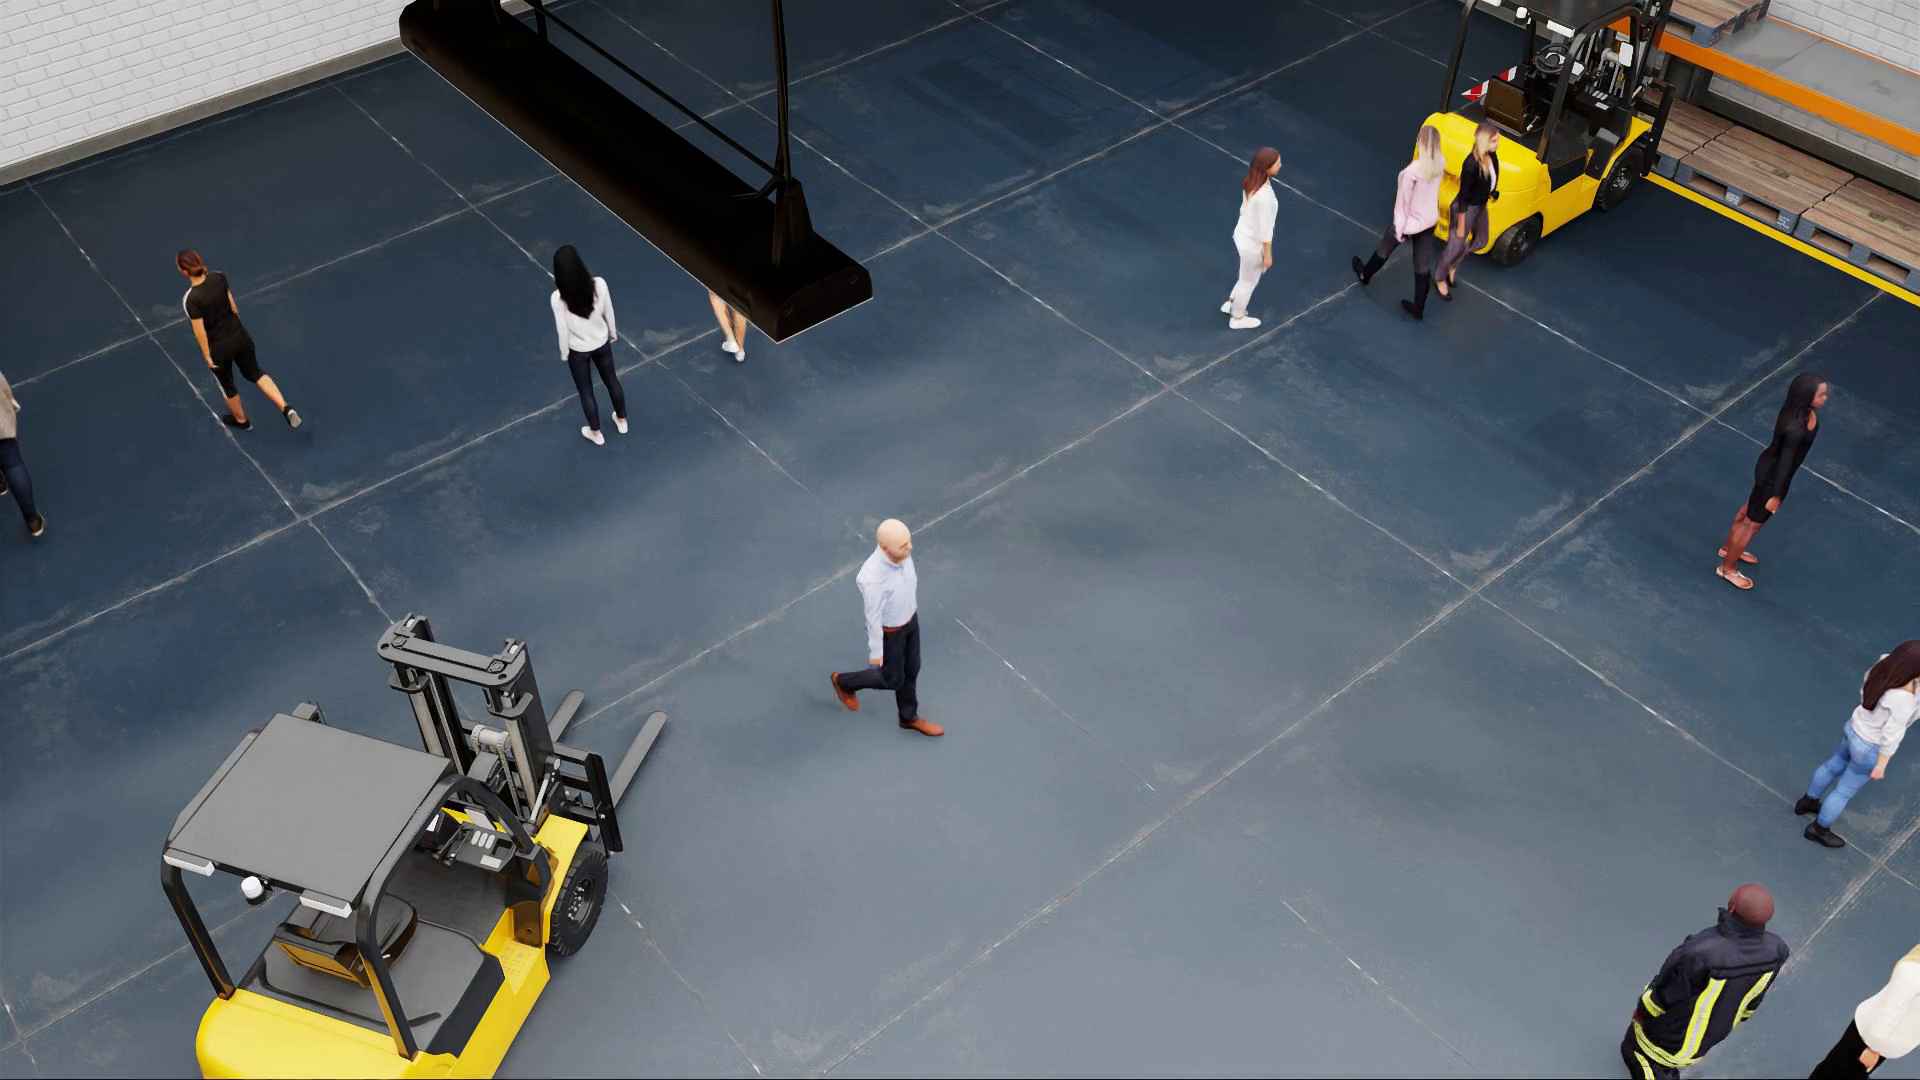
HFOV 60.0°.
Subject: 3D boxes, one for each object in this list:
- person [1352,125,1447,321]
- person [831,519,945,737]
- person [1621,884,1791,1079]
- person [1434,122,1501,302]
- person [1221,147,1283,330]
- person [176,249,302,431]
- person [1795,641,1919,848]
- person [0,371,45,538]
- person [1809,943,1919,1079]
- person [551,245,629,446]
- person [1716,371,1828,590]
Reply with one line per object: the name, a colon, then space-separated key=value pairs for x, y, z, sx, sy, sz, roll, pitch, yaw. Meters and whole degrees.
person: x=3.760 y=-2.532 z=13.523 sx=0.780 sy=1.640 sz=1.119 roll=-19 pitch=47 yaw=-19
person: x=-0.475 y=0.529 z=10.213 sx=1.095 sy=1.774 sz=0.895 roll=18 pitch=47 yaw=18
person: x=3.690 y=2.383 z=8.246 sx=1.012 sy=1.803 sz=1.155 roll=-9 pitch=44 yaw=-10
person: x=4.104 y=-2.720 z=13.706 sx=0.611 sy=1.661 sz=0.656 roll=30 pitch=51 yaw=28
person: x=2.286 y=-2.403 z=13.360 sx=0.787 sy=1.678 sz=0.701 roll=-6 pitch=44 yaw=-6
person: x=-5.405 y=-1.450 z=12.382 sx=1.028 sy=1.647 sz=0.808 roll=20 pitch=47 yaw=20
person: x=5.259 y=1.157 z=9.656 sx=0.726 sy=1.632 sz=0.672 roll=5 pitch=44 yaw=5
person: x=-6.843 y=-0.807 z=11.566 sx=0.880 sy=1.842 sz=1.243 roll=-20 pitch=47 yaw=-20
person: x=4.551 y=2.405 z=8.183 sx=0.615 sy=1.858 sz=0.526 roll=-28 pitch=50 yaw=-26
person: x=-2.761 y=-1.451 z=12.345 sx=0.616 sy=1.700 sz=0.533 roll=-28 pitch=50 yaw=-27
person: x=5.512 y=-0.427 z=11.255 sx=0.641 sy=1.721 sz=0.679 roll=19 pitch=47 yaw=19
